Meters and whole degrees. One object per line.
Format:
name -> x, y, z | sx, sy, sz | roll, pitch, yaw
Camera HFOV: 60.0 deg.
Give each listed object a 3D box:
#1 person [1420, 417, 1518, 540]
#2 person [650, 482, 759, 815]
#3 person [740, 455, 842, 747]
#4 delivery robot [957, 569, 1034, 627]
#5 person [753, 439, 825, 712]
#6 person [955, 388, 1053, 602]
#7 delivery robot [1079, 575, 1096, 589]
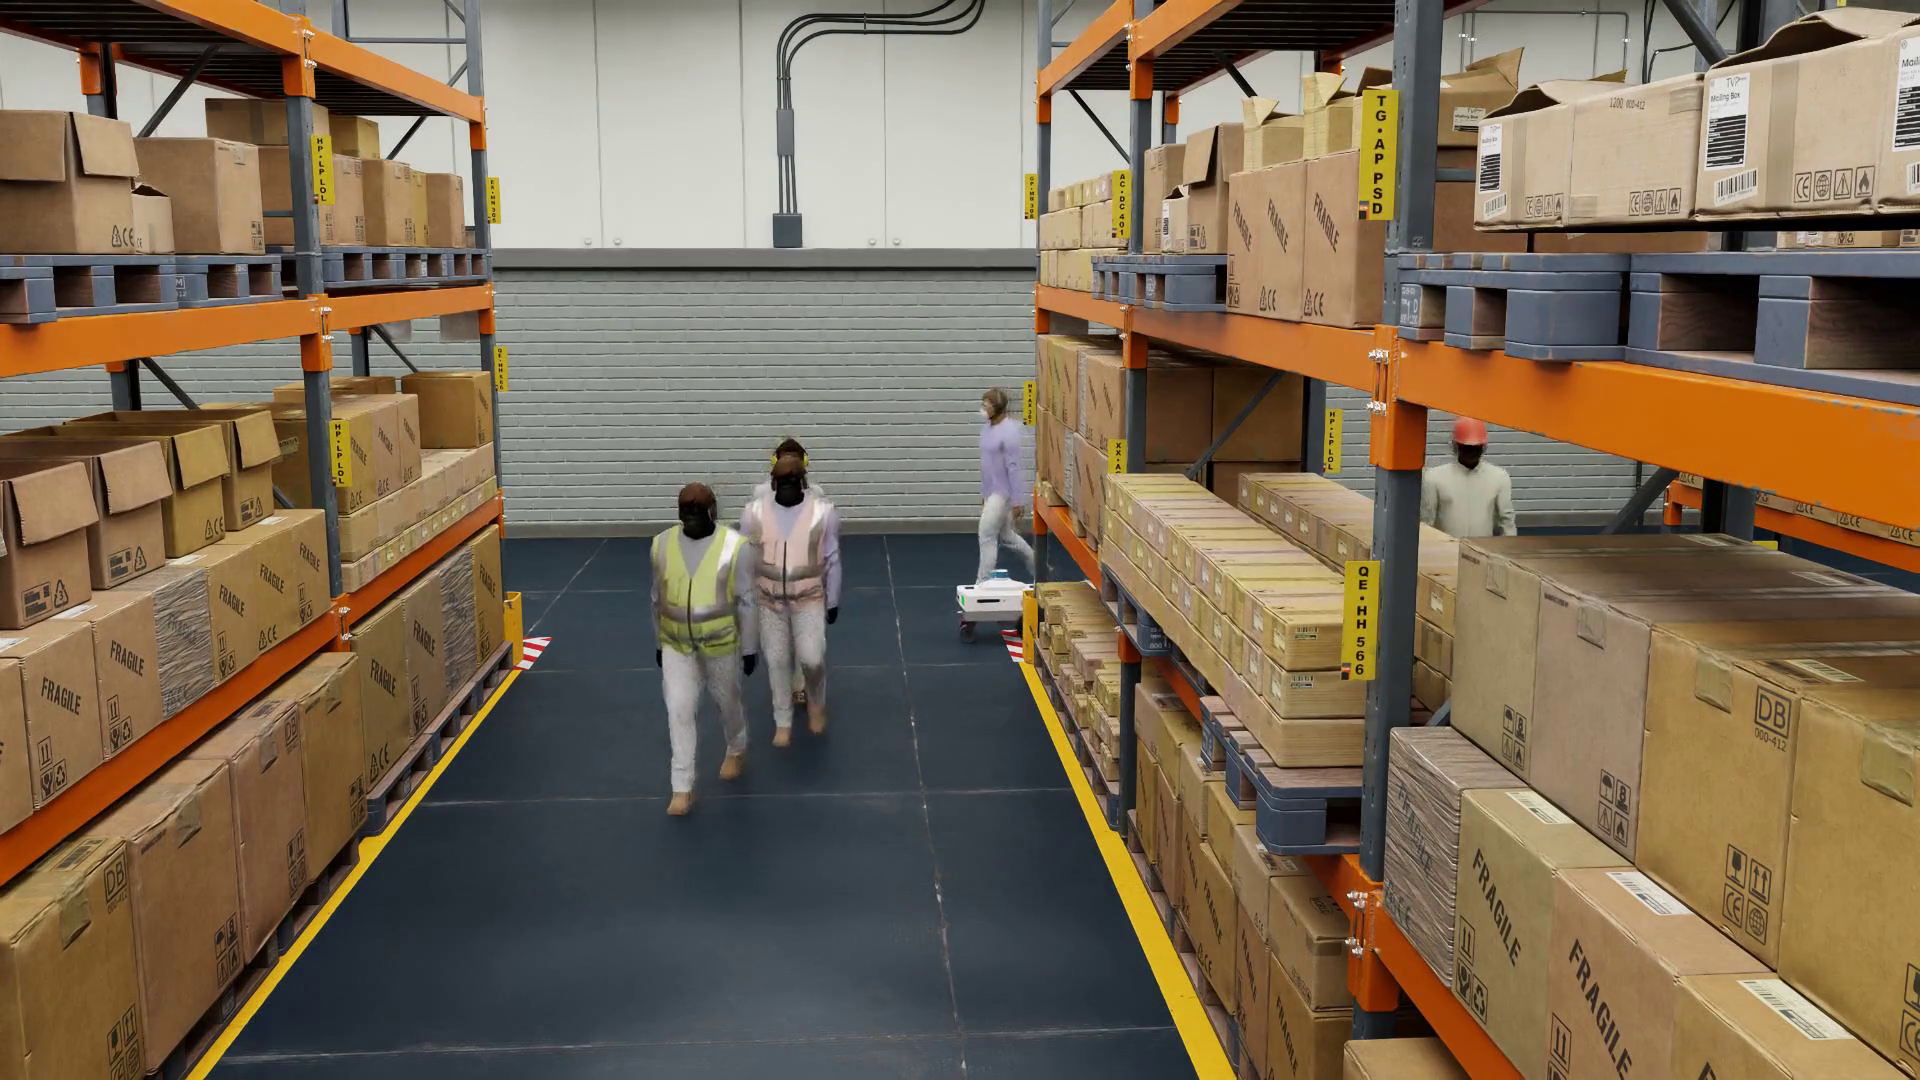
person -> 3.497, 0.136, 11.391 | 0.636, 1.947, 0.974 | 0, 10, -1
person -> -1.427, 0.554, 9.386 | 0.634, 1.808, 0.930 | 1, 10, 7
person -> -1.060, 0.379, 10.340 | 0.638, 1.830, 0.438 | 0, 10, 3
delivery robot -> 0.329, 0.478, 13.224 | 0.707, 0.478, 0.477 | -1, 10, -5
person -> -1.191, 0.189, 11.492 | 0.521, 1.827, 1.002 | -1, 10, -6
person -> 0.415, -0.404, 14.739 | 0.921, 1.912, 0.640 | -4, 10, -20
delivery robot -> 1.030, 0.493, 13.132 | 0.707, 0.478, 0.477 | -6, 11, -31
